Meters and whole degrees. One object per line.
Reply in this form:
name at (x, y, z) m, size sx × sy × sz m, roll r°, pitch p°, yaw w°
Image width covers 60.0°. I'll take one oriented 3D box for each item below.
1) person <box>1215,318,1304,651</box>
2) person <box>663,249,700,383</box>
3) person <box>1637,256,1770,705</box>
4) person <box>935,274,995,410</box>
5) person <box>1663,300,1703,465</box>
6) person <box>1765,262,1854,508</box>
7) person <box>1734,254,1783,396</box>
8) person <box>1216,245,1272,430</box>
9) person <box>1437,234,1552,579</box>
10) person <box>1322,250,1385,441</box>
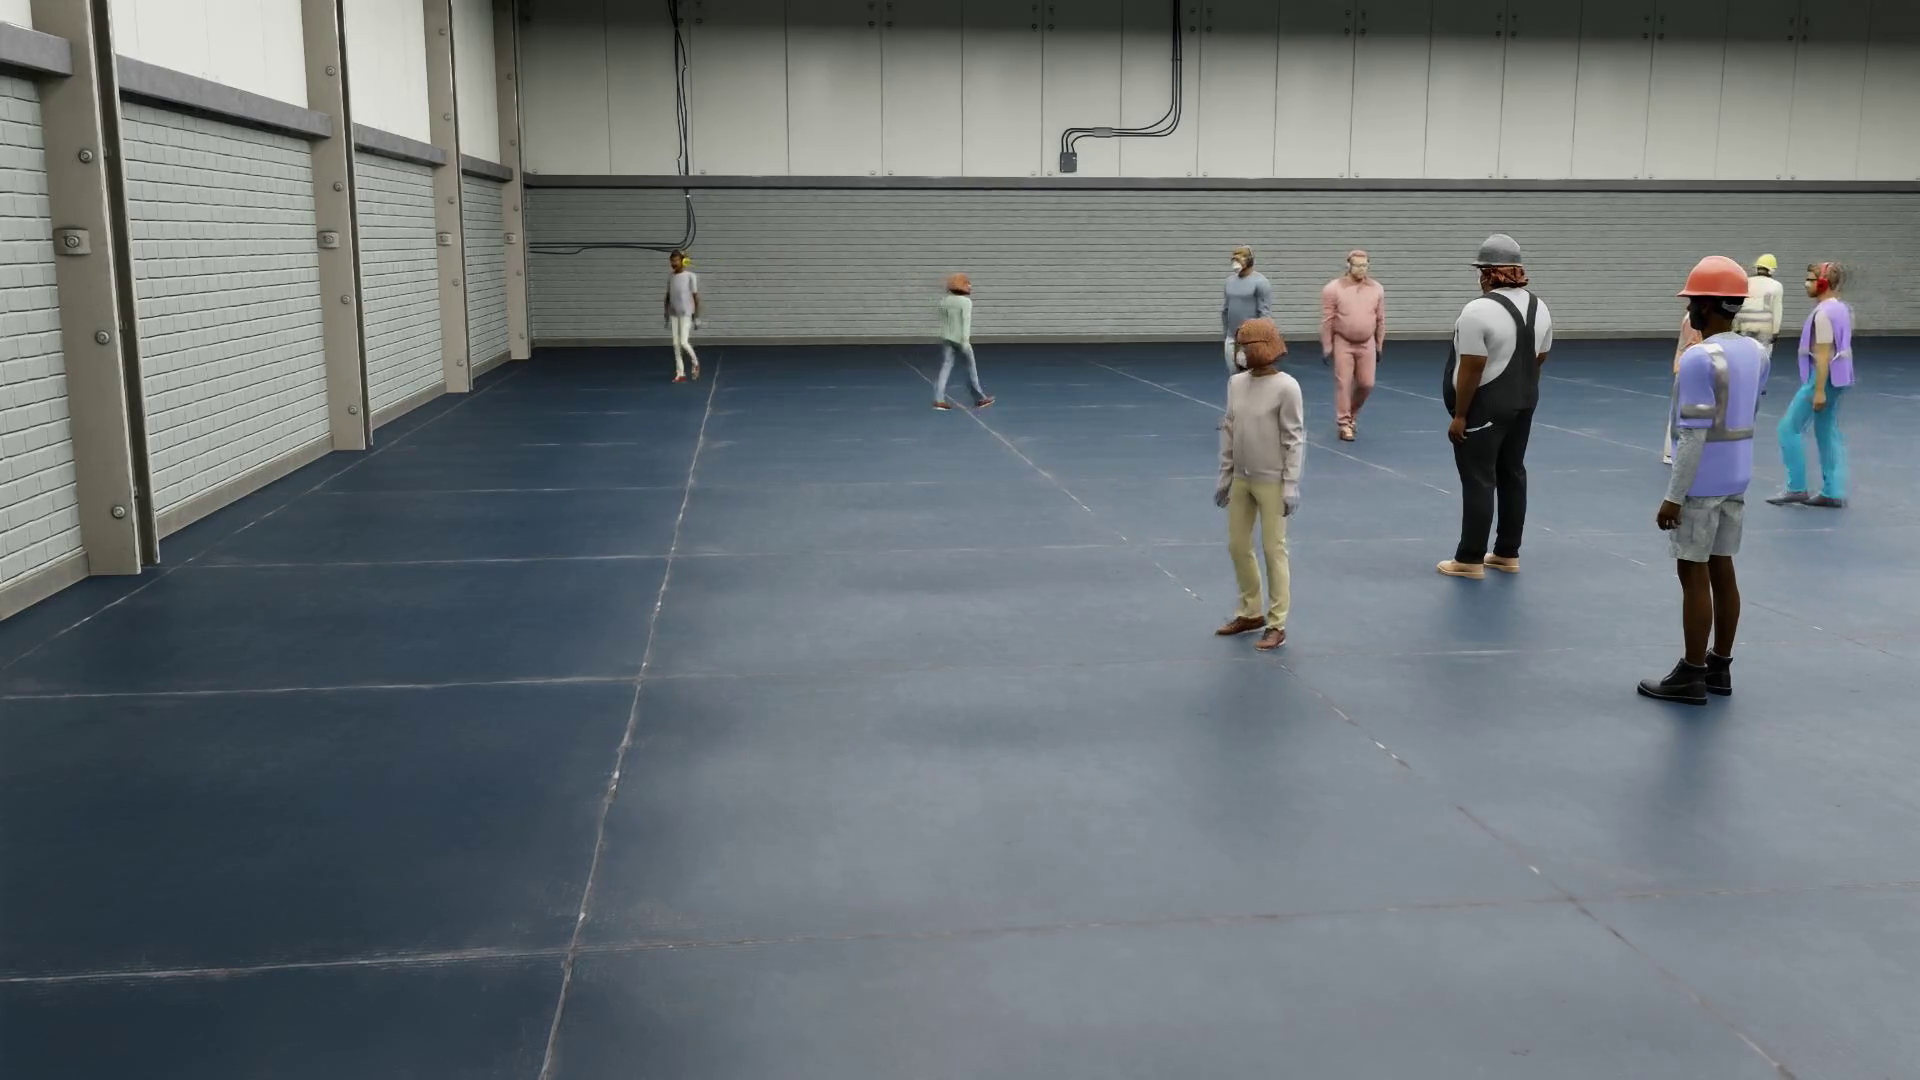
person at (1.495, -0.275, 8.237) m, size 0.340 × 1.624 × 0.547 m, roll -7°, pitch 12°, yaw -32°
person at (-3.886, -3.113, 23.172) m, size 0.512 × 1.849 × 0.437 m, roll 4°, pitch 11°, yaw 23°
person at (3.227, -0.251, 7.230) m, size 0.543 × 1.939 × 0.360 m, roll -8°, pitch 13°, yaw -36°
person at (0.020, -2.324, 19.539) m, size 0.869 × 1.577 × 0.516 m, roll -8°, pitch 13°, yaw -38°
person at (6.512, -1.470, 14.780) m, size 0.322 × 1.627 × 0.528 m, roll 7°, pitch 13°, yaw 35°
person at (6.374, -1.157, 12.479) m, size 0.647 × 1.824 × 0.603 m, roll 8°, pitch 13°, yaw 37°
person at (10.075, -2.706, 21.026) m, size 0.510 × 1.809 × 0.604 m, roll -9°, pitch 13°, yaw -39°
person at (2.950, -2.086, 17.291) m, size 0.356 × 1.936 × 0.635 m, roll -7°, pitch 13°, yaw -34°
person at (3.140, -0.796, 9.937) m, size 0.682 × 2.000 × 0.537 m, roll -7°, pitch 12°, yaw -33°
person at (3.929, -1.951, 16.681) m, size 0.661 × 1.899 × 0.526 m, roll -1°, pitch 10°, yaw -5°
